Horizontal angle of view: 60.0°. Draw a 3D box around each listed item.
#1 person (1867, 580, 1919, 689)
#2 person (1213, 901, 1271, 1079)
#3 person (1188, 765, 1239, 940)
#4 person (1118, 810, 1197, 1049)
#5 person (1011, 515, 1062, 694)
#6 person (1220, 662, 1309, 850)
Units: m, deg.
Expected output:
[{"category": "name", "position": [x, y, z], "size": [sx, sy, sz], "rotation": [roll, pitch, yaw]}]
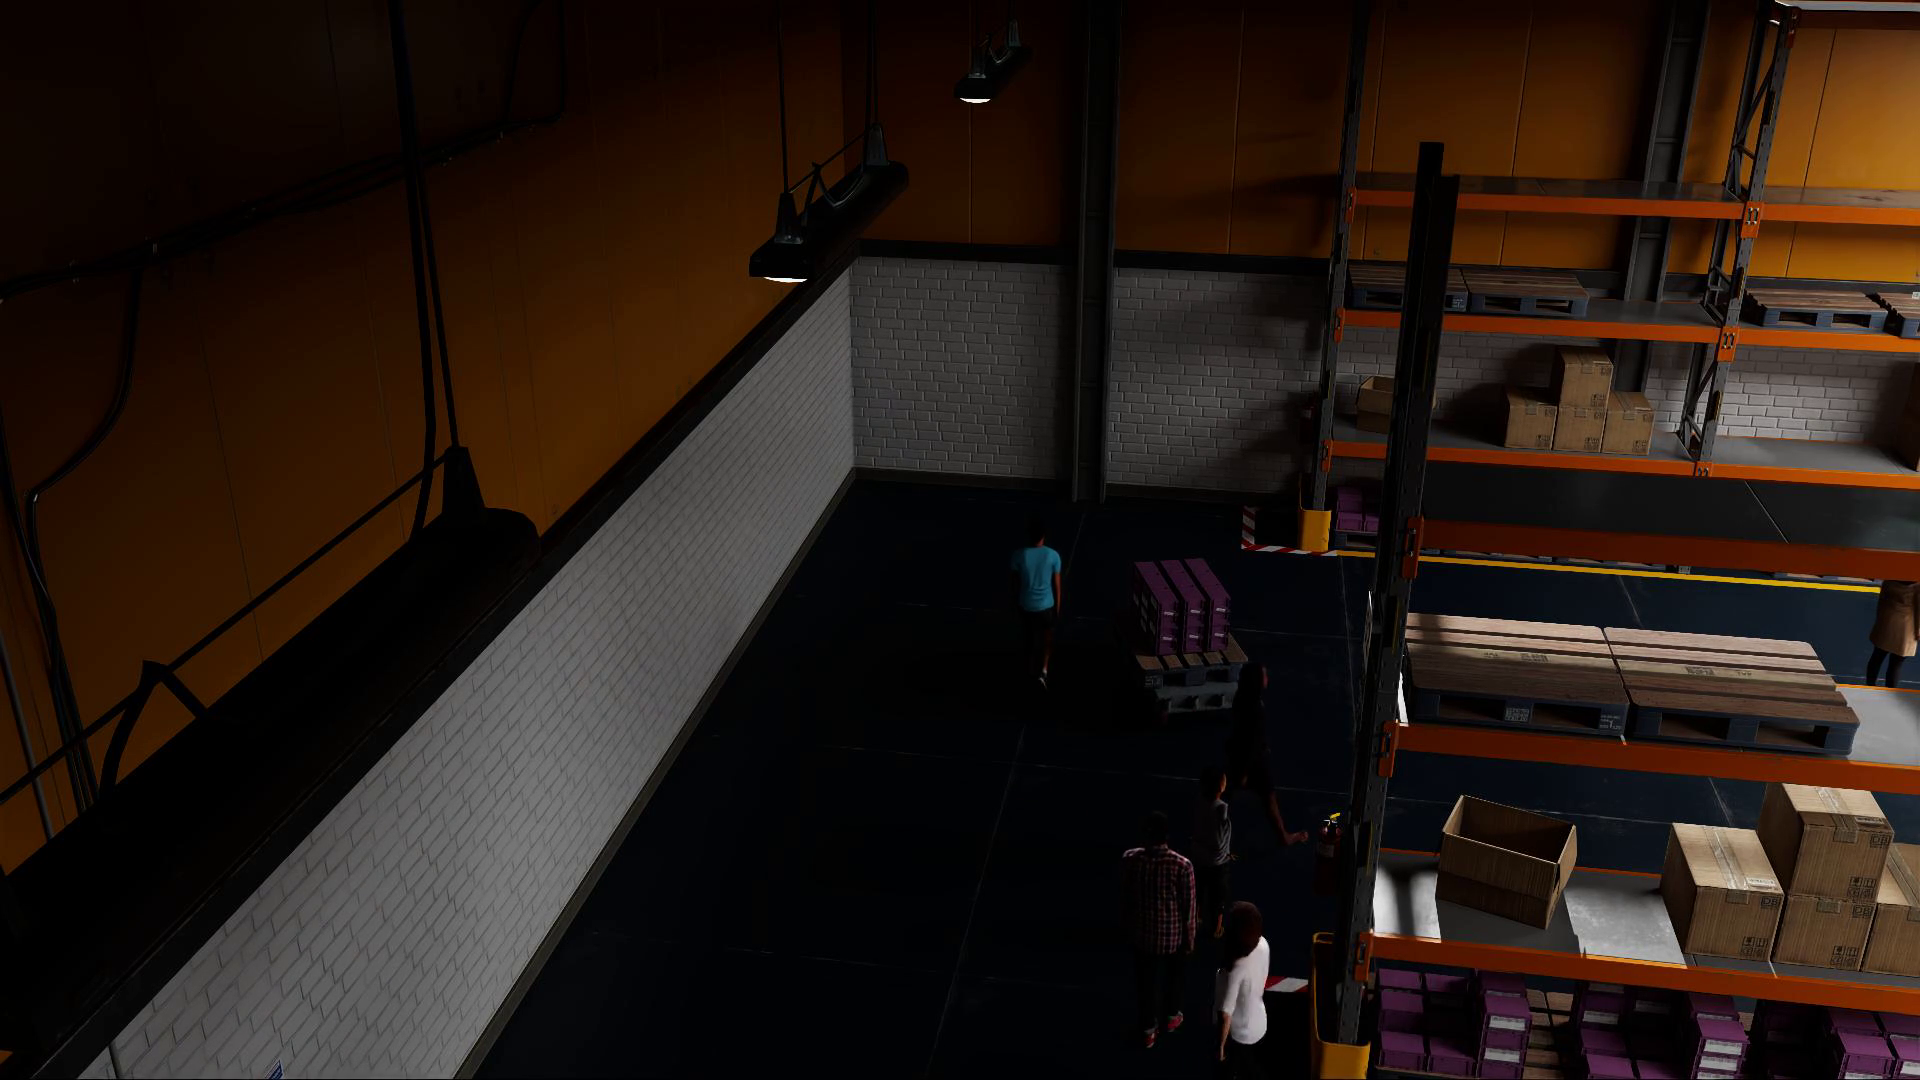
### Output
[{"category": "person", "position": [8.636, 0.780, 15.322], "size": [0.718, 1.682, 0.720], "rotation": [-9, 25, -19]}, {"category": "person", "position": [1.785, 3.011, 10.097], "size": [0.961, 1.778, 0.859], "rotation": [14, 27, 30]}, {"category": "person", "position": [1.843, 2.251, 12.237], "size": [0.598, 1.457, 0.712], "rotation": [18, 30, 36]}, {"category": "person", "position": [1.286, 2.627, 11.014], "size": [0.625, 1.746, 0.788], "rotation": [8, 25, 17]}, {"category": "person", "position": [0.710, 0.647, 15.530], "size": [0.894, 1.758, 0.750], "rotation": [1, 24, 2]}, {"category": "person", "position": [2.159, 1.755, 13.100], "size": [1.209, 1.674, 0.882], "rotation": [-4, 24, -9]}]
